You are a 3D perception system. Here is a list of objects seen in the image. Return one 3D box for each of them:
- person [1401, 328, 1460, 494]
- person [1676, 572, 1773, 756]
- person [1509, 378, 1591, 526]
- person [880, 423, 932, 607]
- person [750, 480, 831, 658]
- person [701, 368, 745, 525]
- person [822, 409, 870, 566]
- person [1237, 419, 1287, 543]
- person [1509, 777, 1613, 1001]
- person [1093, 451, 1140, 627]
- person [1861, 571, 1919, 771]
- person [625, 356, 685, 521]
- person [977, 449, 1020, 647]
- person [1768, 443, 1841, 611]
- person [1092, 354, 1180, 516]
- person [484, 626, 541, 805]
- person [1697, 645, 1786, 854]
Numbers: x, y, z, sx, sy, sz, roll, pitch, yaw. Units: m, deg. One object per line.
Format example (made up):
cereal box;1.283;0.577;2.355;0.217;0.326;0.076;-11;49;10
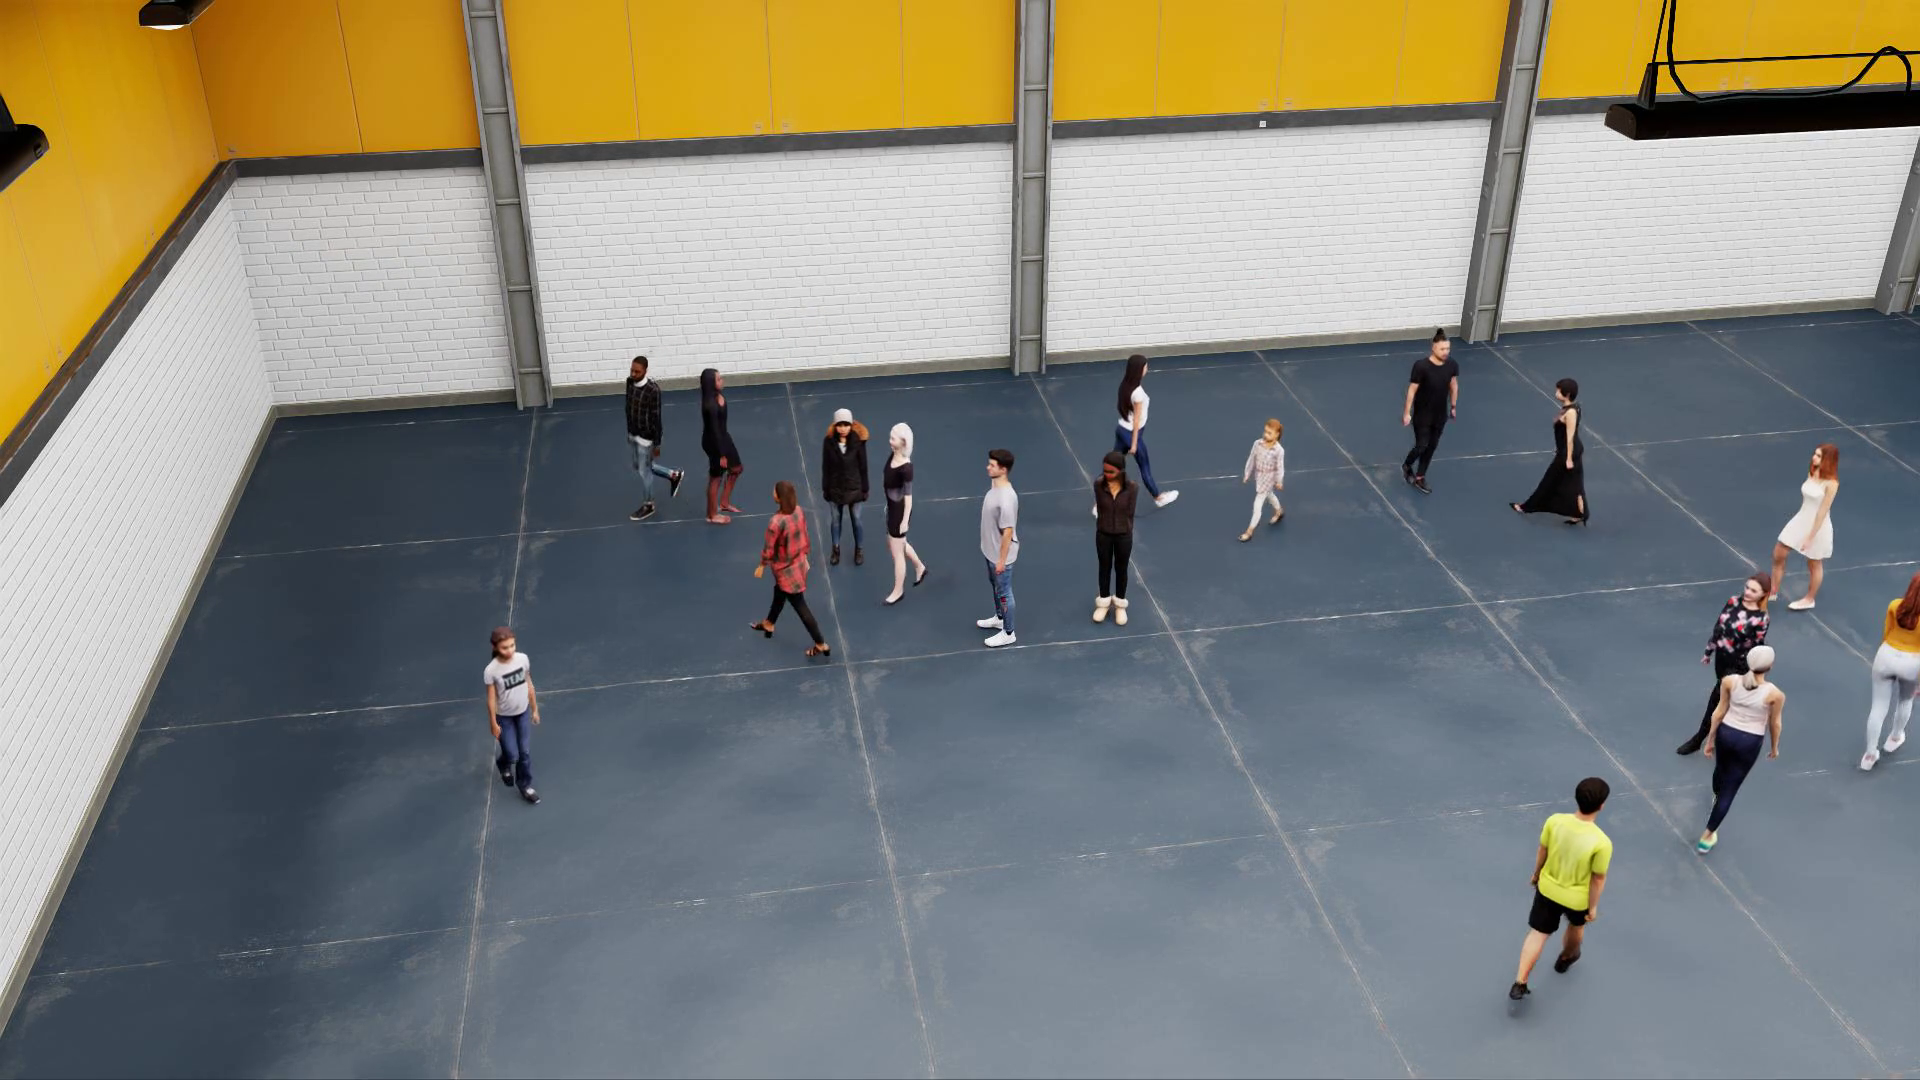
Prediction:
person;4.888;-1.398;17.482;0.688;1.855;0.842;-12;31;-21
person;6.281;0.967;13.362;1.075;1.648;0.664;-8;30;-14
person;6.218;-0.836;16.769;1.119;1.549;0.976;10;30;17
person;-0.521;-0.264;15.432;0.829;1.827;0.678;-10;30;-17
person;-1.428;0.298;14.580;1.186;1.656;1.040;13;31;23
person;-2.538;-0.938;16.790;0.681;1.710;0.678;0;29;-1
person;-1.109;-0.528;16.119;0.602;1.632;0.734;1;29;3
person;3.116;-0.641;16.694;1.044;1.279;0.828;-20;34;-32
person;3.925;2.313;10.864;1.043;1.677;1.154;22;36;35
person;1.414;-0.064;15.234;0.671;1.664;0.725;17;33;28
person;7.361;1.060;13.108;0.867;1.727;0.953;22;35;34
person;-3.132;-1.084;16.967;1.080;1.795;0.978;-24;37;-37
person;0.355;0.051;14.792;0.542;1.887;0.675;-6;29;-10
person;7.908;-0.102;15.279;0.788;1.689;0.571;-6;29;-11
person;1.632;-1.013;16.908;1.187;1.728;0.709;-8;30;-14
person;-3.497;1.308;12.832;0.754;1.556;0.791;-25;37;-38
person;5.691;1.567;12.238;0.994;1.670;1.123;24;37;36
